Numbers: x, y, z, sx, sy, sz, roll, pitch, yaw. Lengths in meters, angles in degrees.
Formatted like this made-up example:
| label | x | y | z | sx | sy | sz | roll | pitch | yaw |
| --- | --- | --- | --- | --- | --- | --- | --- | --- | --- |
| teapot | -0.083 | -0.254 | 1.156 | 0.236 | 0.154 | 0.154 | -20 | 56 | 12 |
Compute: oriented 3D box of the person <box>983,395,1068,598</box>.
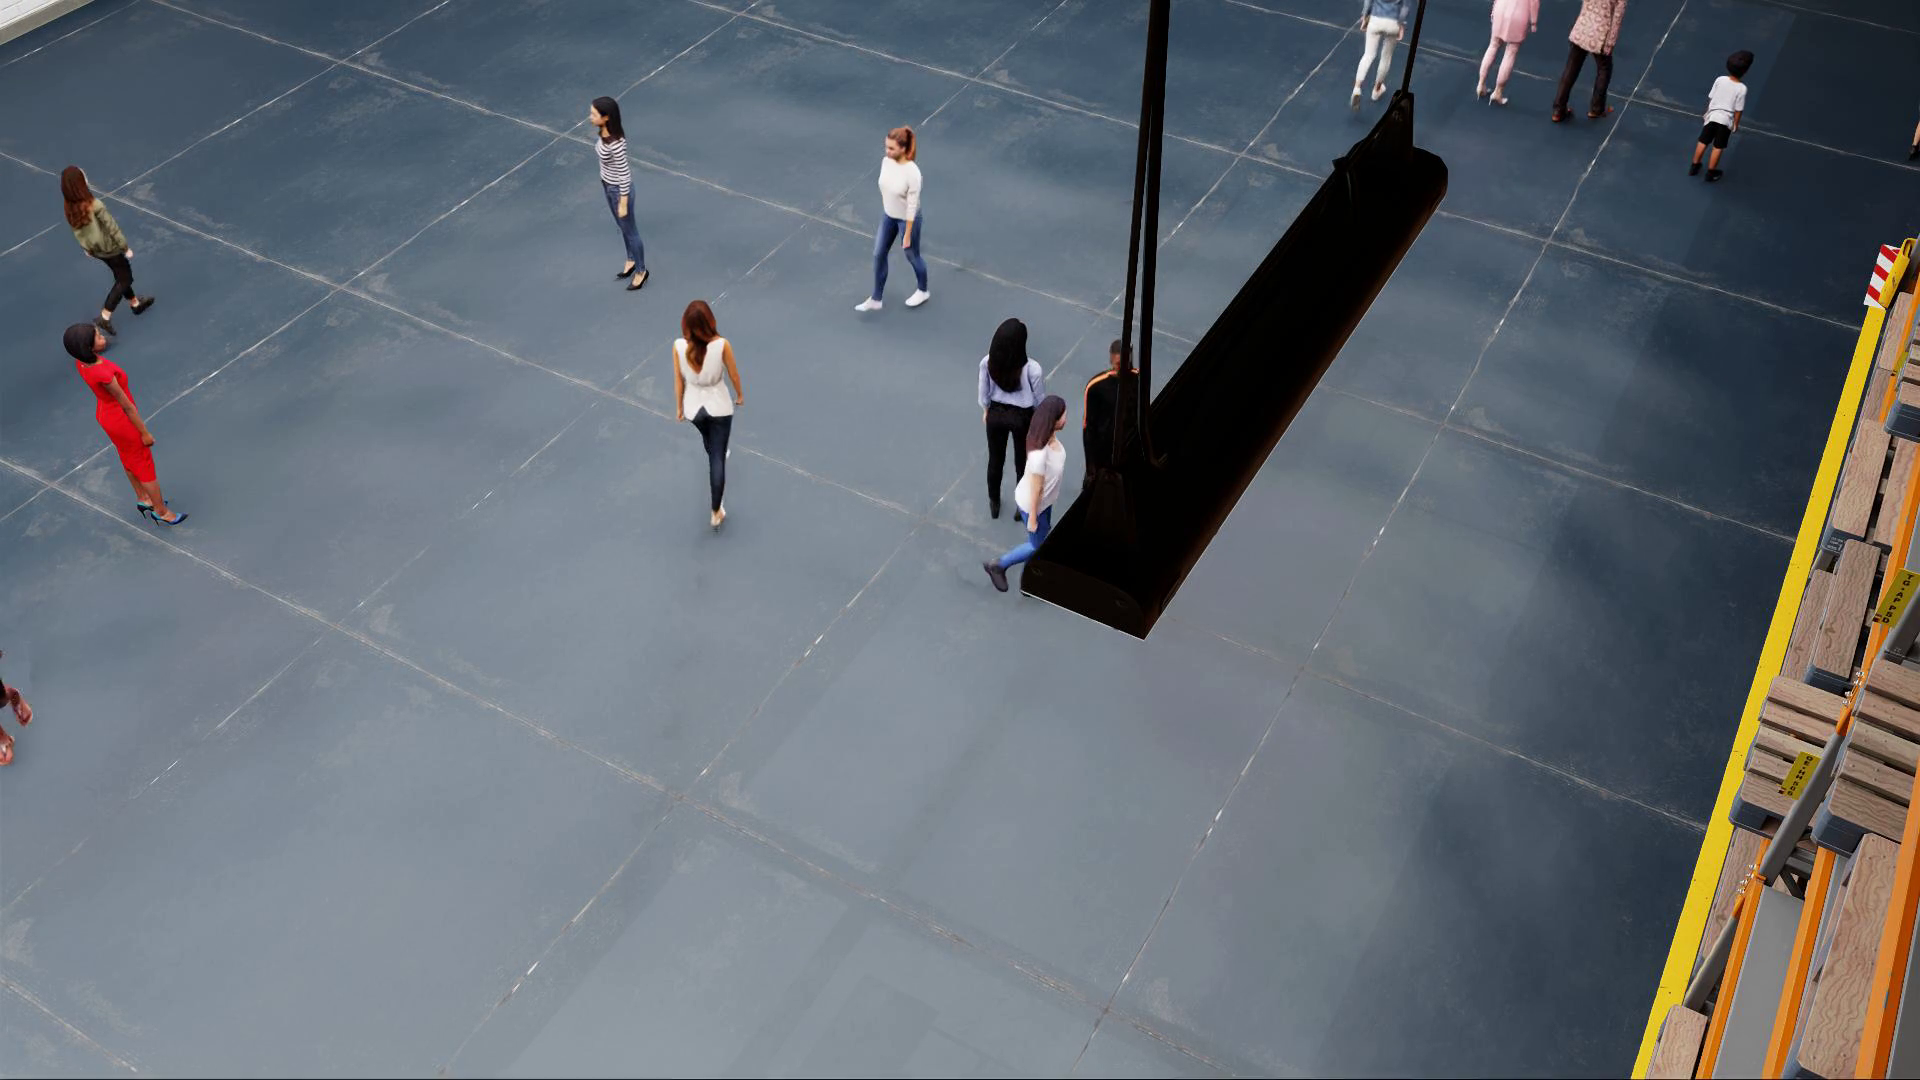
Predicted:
| label | x | y | z | sx | sy | sz | roll | pitch | yaw |
| --- | --- | --- | --- | --- | --- | --- | --- | --- | --- |
| person | 0.432 | -0.251 | 11.292 | 0.889 | 1.650 | 0.840 | 10 | 45 | 10 |

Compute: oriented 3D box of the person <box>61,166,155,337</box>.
| label | x | y | z | sx | sy | sz | roll | pitch | yaw |
| --- | --- | --- | --- | --- | --- | --- | --- | --- | --- |
| person | -7.052 | -2.353 | 13.636 | 0.620 | 1.459 | 0.900 | 17 | 46 | 17 |

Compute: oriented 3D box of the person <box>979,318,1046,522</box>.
| label | x | y | z | sx | sy | sz | roll | pitch | yaw |
| --- | --- | --- | --- | --- | --- | --- | --- | --- | --- |
| person | 0.359 | -0.848 | 11.850 | 0.701 | 1.744 | 0.650 | 10 | 45 | 10 |

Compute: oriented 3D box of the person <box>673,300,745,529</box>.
| label | x | y | z | sx | sy | sz | roll | pitch | yaw |
| --- | --- | --- | --- | --- | --- | --- | --- | --- | --- |
| person | -1.799 | -0.868 | 11.875 | 0.938 | 1.738 | 1.200 | 3 | 44 | 3 |

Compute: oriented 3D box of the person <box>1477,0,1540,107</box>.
| label | x | y | z | sx | sy | sz | roll | pitch | yaw |
| --- | --- | --- | --- | --- | --- | --- | --- | --- | --- |
| person | 5.392 | -5.110 | 16.285 | 0.674 | 1.798 | 0.692 | -29 | 51 | -27 |

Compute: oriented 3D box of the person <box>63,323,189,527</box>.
| label | x | y | z | sx | sy | sz | roll | pitch | yaw |
| --- | --- | --- | --- | --- | --- | --- | --- | --- | --- |
| person | -5.949 | -0.814 | 11.814 | 0.601 | 1.744 | 0.542 | 30 | 51 | 27 |

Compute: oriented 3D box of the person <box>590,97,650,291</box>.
| label | x | y | z | sx | sy | sz | roll | pitch | yaw |
| --- | --- | --- | --- | --- | --- | --- | --- | --- | --- |
| person | -2.856 | -2.914 | 13.982 | 0.682 | 1.796 | 0.656 | -16 | 46 | -16 |

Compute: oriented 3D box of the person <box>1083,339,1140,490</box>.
| label | x | y | z | sx | sy | sz | roll | pitch | yaw |
| --- | --- | --- | --- | --- | --- | --- | --- | --- | --- |
| person | 1.025 | -0.707 | 11.689 | 1.132 | 1.763 | 1.226 | -8 | 44 | -9 |

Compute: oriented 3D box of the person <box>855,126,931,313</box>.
| label | x | y | z | sx | sy | sz | roll | pitch | yaw |
| --- | --- | --- | --- | --- | --- | --- | --- | --- | --- |
| person | -0.407 | -2.672 | 13.800 | 1.006 | 1.695 | 0.816 | -30 | 51 | -28 |

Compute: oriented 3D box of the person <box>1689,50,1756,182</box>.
| label | x | y | z | sx | sy | sz | roll | pitch | yaw |
| --- | --- | --- | --- | --- | --- | --- | --- | --- | --- |
| person | 7.082 | -3.950 | 15.458 | 0.552 | 1.259 | 0.543 | -33 | 53 | -30 |

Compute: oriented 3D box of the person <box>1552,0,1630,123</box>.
| label | x | y | z | sx | sy | sz | roll | pitch | yaw |
| --- | --- | --- | --- | --- | --- | --- | --- | --- | --- |
| person | 6.054 | -4.842 | 16.012 | 0.966 | 1.786 | 0.851 | -31 | 51 | -28 |

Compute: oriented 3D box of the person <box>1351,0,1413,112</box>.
| label | x | y | z | sx | sy | sz | roll | pitch | yaw |
| --- | --- | --- | --- | --- | --- | --- | --- | --- | --- |
| person | 4.122 | -4.998 | 16.249 | 0.632 | 1.684 | 0.960 | 20 | 47 | 20 |
